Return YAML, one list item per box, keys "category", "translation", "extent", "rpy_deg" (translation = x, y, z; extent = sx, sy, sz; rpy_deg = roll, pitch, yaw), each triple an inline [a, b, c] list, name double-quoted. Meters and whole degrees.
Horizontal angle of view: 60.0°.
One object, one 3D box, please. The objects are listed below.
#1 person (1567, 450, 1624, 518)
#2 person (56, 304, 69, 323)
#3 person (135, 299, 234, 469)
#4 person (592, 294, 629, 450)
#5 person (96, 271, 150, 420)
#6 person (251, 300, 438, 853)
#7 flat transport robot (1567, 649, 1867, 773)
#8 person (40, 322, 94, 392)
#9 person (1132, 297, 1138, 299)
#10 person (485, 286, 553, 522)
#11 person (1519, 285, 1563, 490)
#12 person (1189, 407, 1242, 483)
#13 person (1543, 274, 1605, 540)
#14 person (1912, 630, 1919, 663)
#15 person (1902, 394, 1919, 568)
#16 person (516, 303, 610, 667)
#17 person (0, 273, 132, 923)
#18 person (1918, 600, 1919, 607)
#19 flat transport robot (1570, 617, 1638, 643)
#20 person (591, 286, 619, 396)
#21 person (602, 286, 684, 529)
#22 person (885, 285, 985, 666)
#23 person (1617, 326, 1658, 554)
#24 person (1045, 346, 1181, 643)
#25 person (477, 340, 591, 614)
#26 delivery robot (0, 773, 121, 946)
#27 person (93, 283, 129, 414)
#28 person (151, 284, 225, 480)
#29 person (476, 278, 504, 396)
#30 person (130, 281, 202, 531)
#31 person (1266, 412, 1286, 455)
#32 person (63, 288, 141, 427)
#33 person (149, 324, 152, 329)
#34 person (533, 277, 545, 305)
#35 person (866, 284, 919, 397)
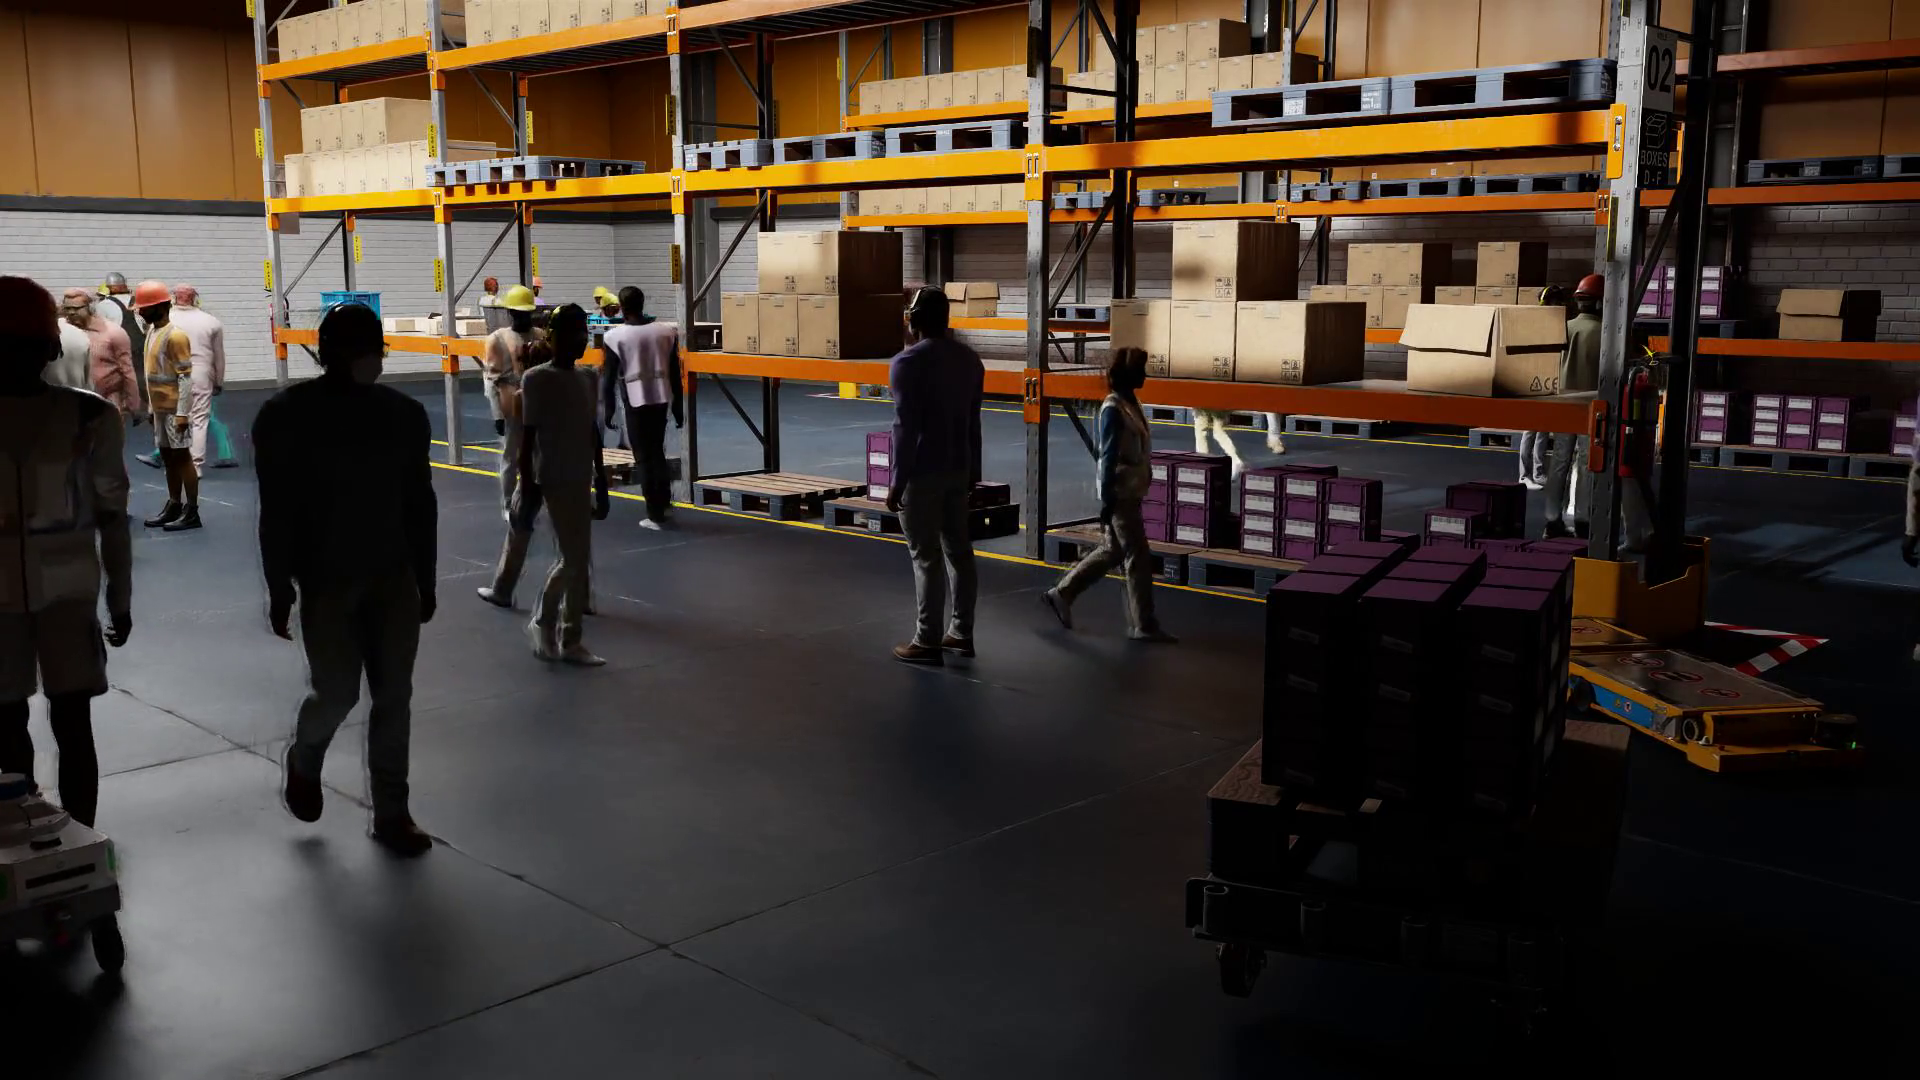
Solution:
- category: "person"
  translation: [5.232, -1.076, 13.433]
  extent: [0.513, 1.843, 0.660]
  rpy_deg: [-7, 12, -36]
- category: "person"
  translation: [-10.518, -1.984, 19.675]
  extent: [0.505, 1.613, 0.653]
  rpy_deg: [-3, 10, -20]
- category: "person"
  translation: [-7.825, -1.555, 16.735]
  extent: [0.944, 1.712, 0.538]
  rpy_deg: [0, 9, -1]
- category: "person"
  translation: [-3.916, -1.868, 18.563]
  extent: [0.556, 1.736, 0.757]
  rpy_deg: [-7, 12, -38]
- category: "person"
  translation: [-11.005, -2.570, 21.967]
  extent: [0.898, 2.000, 0.691]
  rpy_deg: [7, 11, 35]
- category: "person"
  translation: [-2.126, 0.129, 5.791]
  extent: [0.568, 1.919, 0.642]
  rpy_deg: [9, 13, 42]
- category: "flat transport robot"
  translation: [3.188, 0.708, 7.280]
  extent: [0.652, 0.197, 1.431]
  rpy_deg: [-2, 9, -10]
- category: "person"
  translation: [-6.256, -0.819, 11.635]
  extent: [0.725, 1.915, 0.654]
  rpy_deg: [4, 10, 23]
- category: "person"
  translation: [2.029, -2.059, 19.906]
  extent: [0.321, 1.694, 0.536]
  rpy_deg: [-5, 11, -30]
- category: "person"
  translation: [-3.351, -1.024, 12.967]
  extent: [0.602, 1.880, 0.943]
  rpy_deg: [-8, 12, -39]
- category: "person"
  translation: [5.384, -1.397, 15.293]
  extent: [0.519, 1.874, 0.327]
  rpy_deg: [-7, 11, -36]
- category: "person"
  translation: [2.372, -1.291, 15.434]
  extent: [0.503, 1.613, 0.582]
  rpy_deg: [-4, 10, -25]
- category: "person"
  translation: [4.613, -0.960, 12.291]
  extent: [0.405, 1.987, 0.608]
  rpy_deg: [-6, 11, -33]
- category: "person"
  translation: [4.951, -0.154, 7.966]
  extent: [0.494, 1.791, 1.011]
  rpy_deg: [0, 9, 2]
- category: "person"
  translation: [4.304, -0.054, 6.943]
  extent: [0.622, 1.906, 0.442]
  rpy_deg: [4, 10, 24]
- category: "person"
  translation: [-1.966, -0.258, 8.368]
  extent: [0.393, 1.854, 0.557]
  rpy_deg: [6, 11, 31]
- category: "person"
  translation: [-2.980, 0.157, 5.329]
  extent: [0.613, 2.013, 0.884]
  rpy_deg: [-4, 10, -25]
- category: "person"
  translation: [5.785, -0.359, 8.908]
  extent: [0.988, 1.877, 0.563]
  rpy_deg: [6, 11, 33]
- category: "flat transport robot"
  translation: [2.746, 0.552, 8.240]
  extent: [1.431, 0.197, 0.652]
  rpy_deg: [-2, 9, -10]
- category: "person"
  translation: [-5.560, -3.098, 26.063]
  extent: [0.559, 1.750, 0.378]
  rpy_deg: [4, 10, 25]
- category: "person"
  translation: [-2.479, -1.030, 12.987]
  extent: [0.612, 1.889, 0.565]
  rpy_deg: [-7, 12, -36]
- category: "person"
  translation: [-0.132, -0.327, 8.531]
  extent: [0.354, 1.937, 0.635]
  rpy_deg: [8, 12, 41]
- category: "person"
  translation: [4.603, -0.684, 11.681]
  extent: [0.637, 1.618, 0.525]
  rpy_deg: [-1, 9, -4]
- category: "person"
  translation: [0.830, -0.253, 9.075]
  extent: [0.740, 1.616, 0.522]
  rpy_deg: [3, 10, 19]
- category: "person"
  translation: [-2.509, -0.368, 9.817]
  extent: [0.819, 1.604, 0.521]
  rpy_deg: [6, 11, 32]
- category: "delivery robot"
  translation: [-2.746, 0.921, 4.825]
  extent: [0.707, 0.478, 0.477]
  rpy_deg: [8, 12, 40]
- category: "person"
  translation: [-11.888, -2.677, 23.275]
  extent: [0.593, 1.828, 0.403]
  rpy_deg: [2, 9, 13]
- category: "person"
  translation: [-7.486, -1.536, 16.173]
  extent: [0.658, 1.864, 0.893]
  rpy_deg: [-4, 10, -22]
- category: "person"
  translation: [-7.410, -3.217, 26.424]
  extent: [0.603, 1.882, 0.370]
  rpy_deg: [6, 11, 32]
- category: "person"
  translation: [-6.148, -1.029, 12.873]
  extent: [0.545, 1.927, 0.385]
  rpy_deg: [8, 12, 41]
- category: "person"
  translation: [3.542, -1.875, 18.472]
  extent: [0.642, 1.799, 0.965]
  rpy_deg: [-1, 9, -4]
- category: "person"
  translation: [-6.946, -1.052, 13.196]
  extent: [0.676, 1.857, 0.938]
  rpy_deg: [0, 9, -1]
- category: "person"
  translation: [-11.480, -2.712, 24.180]
  extent: [0.595, 1.600, 0.544]
  rpy_deg: [6, 11, 34]
- category: "person"
  translation: [-6.282, -2.942, 24.560]
  extent: [0.544, 1.939, 0.353]
  rpy_deg: [5, 11, 29]
- category: "person"
  translation: [-0.629, -1.599, 16.537]
  extent: [0.860, 1.871, 0.660]
  rpy_deg: [7, 11, 35]
